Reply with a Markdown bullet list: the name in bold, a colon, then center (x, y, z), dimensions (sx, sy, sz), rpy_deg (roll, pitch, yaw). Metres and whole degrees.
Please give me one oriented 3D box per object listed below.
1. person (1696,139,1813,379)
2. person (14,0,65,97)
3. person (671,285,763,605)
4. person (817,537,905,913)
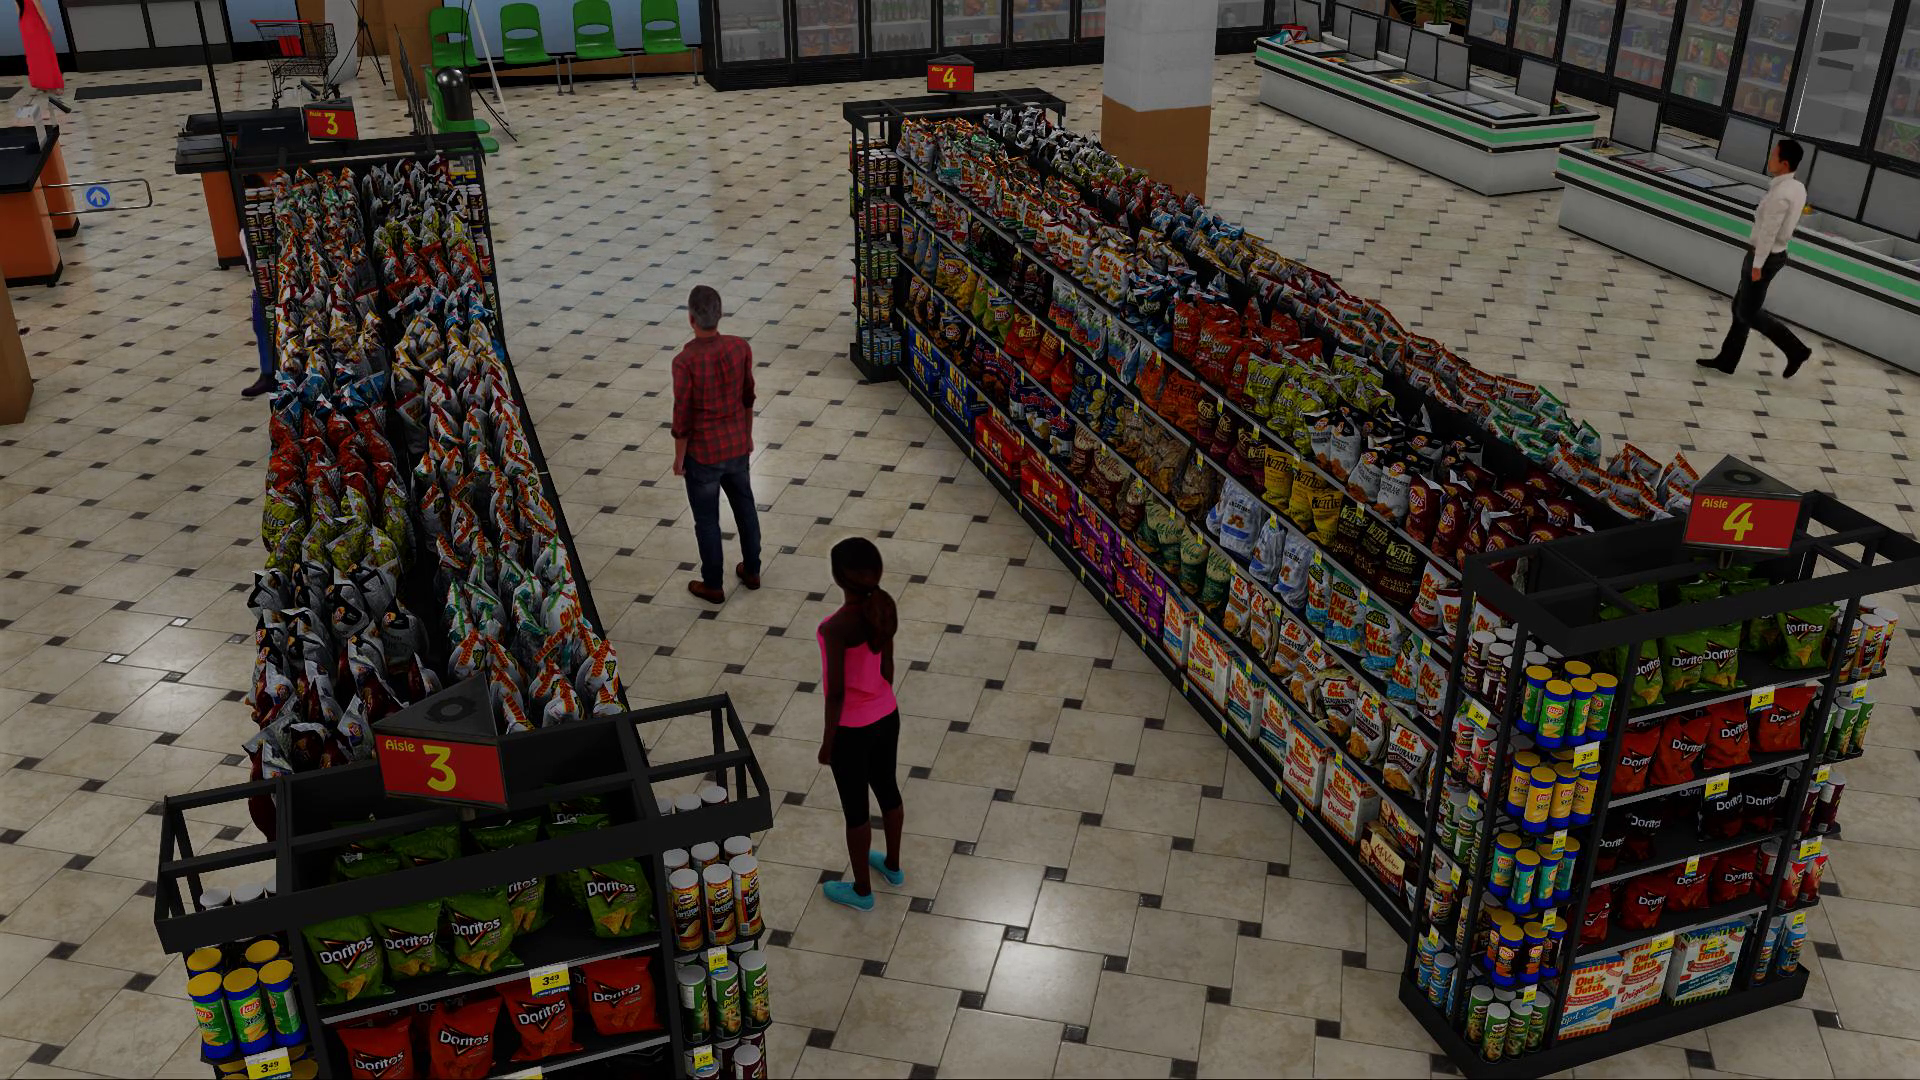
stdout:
- **person**: center (6.024, -2.025, 12.264), dimensions (1.136, 1.793, 1.005), rpy_deg (18, 32, 32)
- **person**: center (-11.854, -6.530, 21.224), dimensions (0.714, 1.722, 0.788), rpy_deg (14, 30, 26)
- **person**: center (-1.358, -0.531, 9.276), dimensions (0.751, 1.831, 0.677), rpy_deg (-20, 33, -34)
- **person**: center (-0.397, 0.760, 6.851), dimensions (0.685, 1.722, 0.654), rpy_deg (21, 34, 36)
